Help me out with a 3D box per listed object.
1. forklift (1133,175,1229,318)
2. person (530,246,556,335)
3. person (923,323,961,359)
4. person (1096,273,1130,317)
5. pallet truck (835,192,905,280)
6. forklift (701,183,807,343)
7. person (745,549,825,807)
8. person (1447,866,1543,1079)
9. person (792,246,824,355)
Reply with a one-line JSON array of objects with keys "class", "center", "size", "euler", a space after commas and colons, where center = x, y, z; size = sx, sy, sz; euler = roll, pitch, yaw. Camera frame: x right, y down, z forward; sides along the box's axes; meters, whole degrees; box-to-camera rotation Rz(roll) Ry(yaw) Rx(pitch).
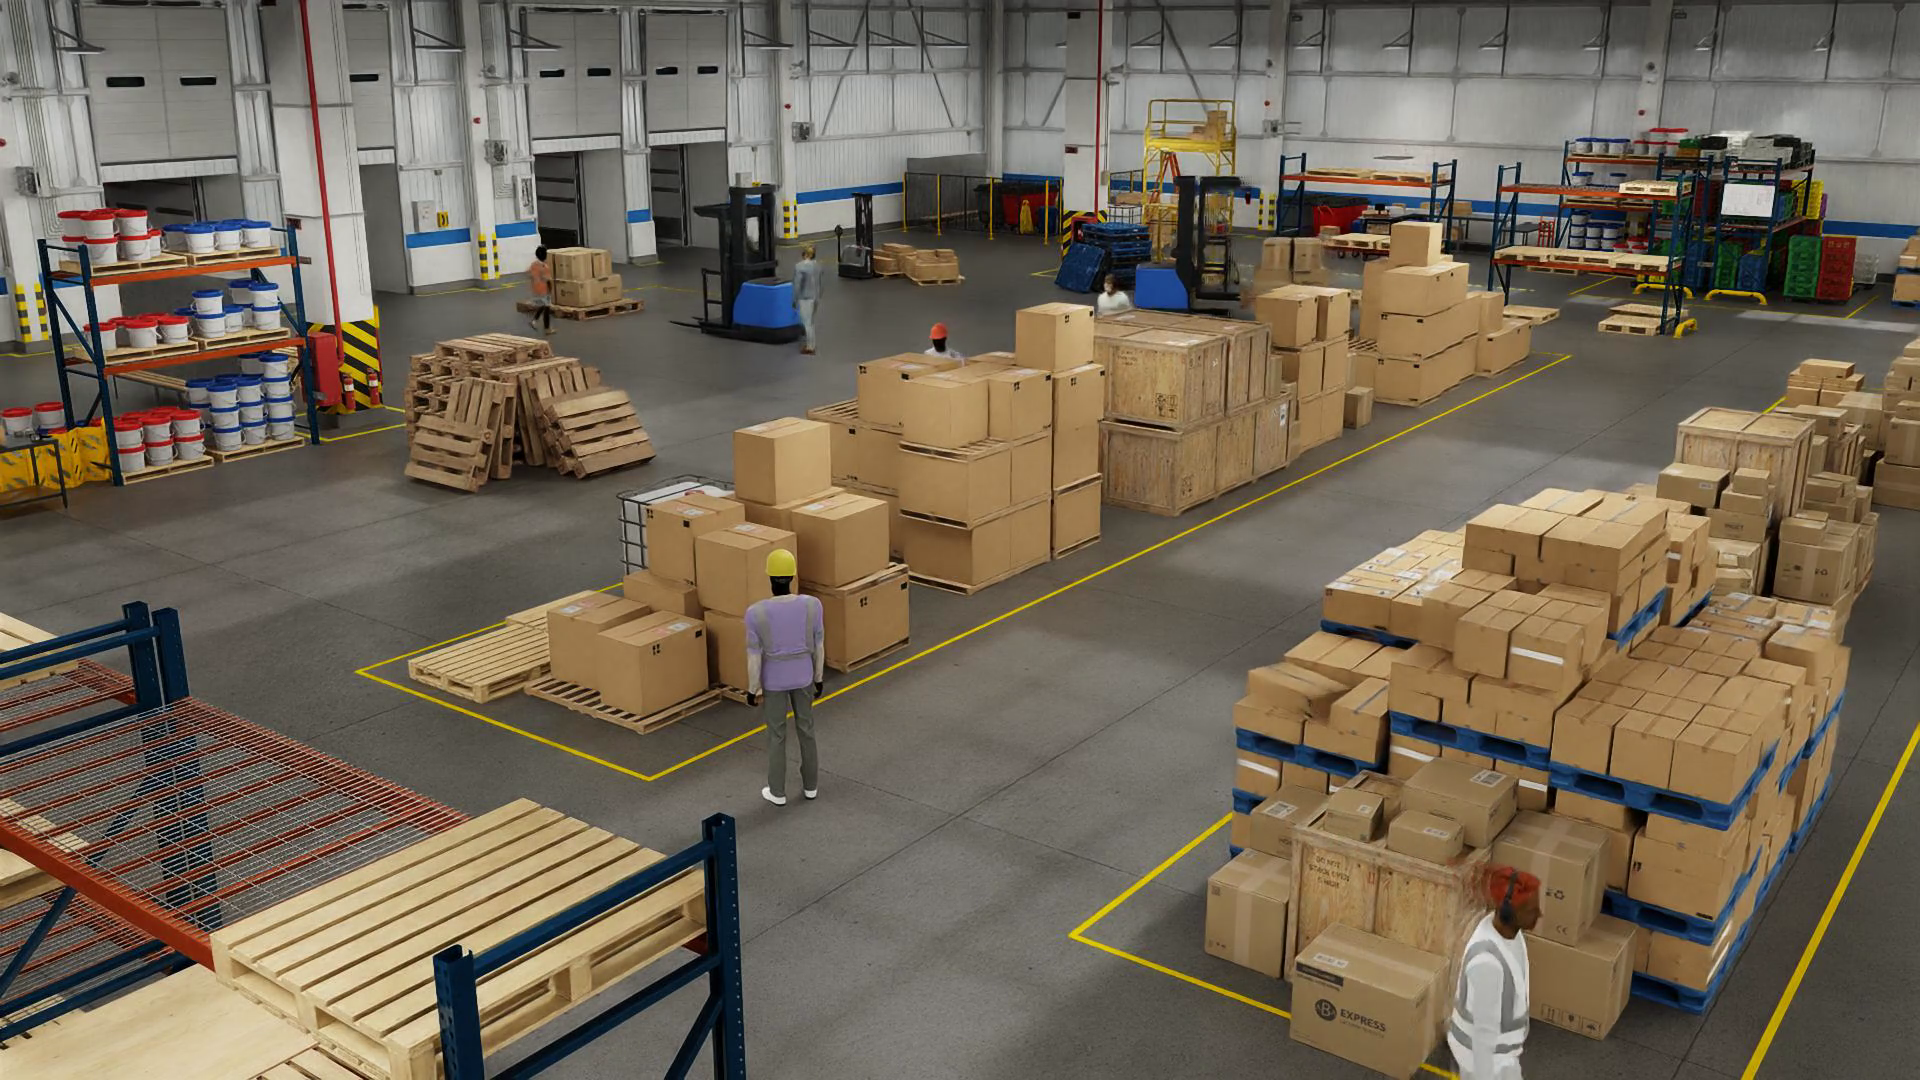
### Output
[{"class": "forklift", "center": [4.411, -5.747, 32.803], "size": [1.873, 2.768, 1.129], "euler": [2, 17, 8]}, {"class": "person", "center": [-7.871, -4.700, 31.359], "size": [0.554, 1.684, 0.395], "euler": [14, 22, 39]}, {"class": "person", "center": [-0.224, -1.918, 21.800], "size": [0.554, 1.898, 0.954], "euler": [6, 18, 19]}, {"class": "person", "center": [2.423, -3.239, 26.136], "size": [0.647, 1.924, 0.657], "euler": [15, 22, 41]}, {"class": "pallet truck", "center": [-1.936, -7.159, 38.982], "size": [1.885, 1.965, 0.823], "euler": [-12, 21, -34]}, {"class": "forklift", "center": [-3.823, -5.204, 31.005], "size": [1.873, 2.768, 1.129], "euler": [12, 21, 35]}, {"class": "person", "center": [-1.270, 0.999, 12.086], "size": [0.586, 1.928, 0.369], "euler": [-7, 18, -21]}, {"class": "person", "center": [2.420, 2.356, 7.706], "size": [0.473, 1.872, 0.581], "euler": [10, 20, 31]}, {"class": "person", "center": [-2.642, -4.250, 29.521], "size": [0.429, 1.896, 0.679], "euler": [12, 20, 34]}]
